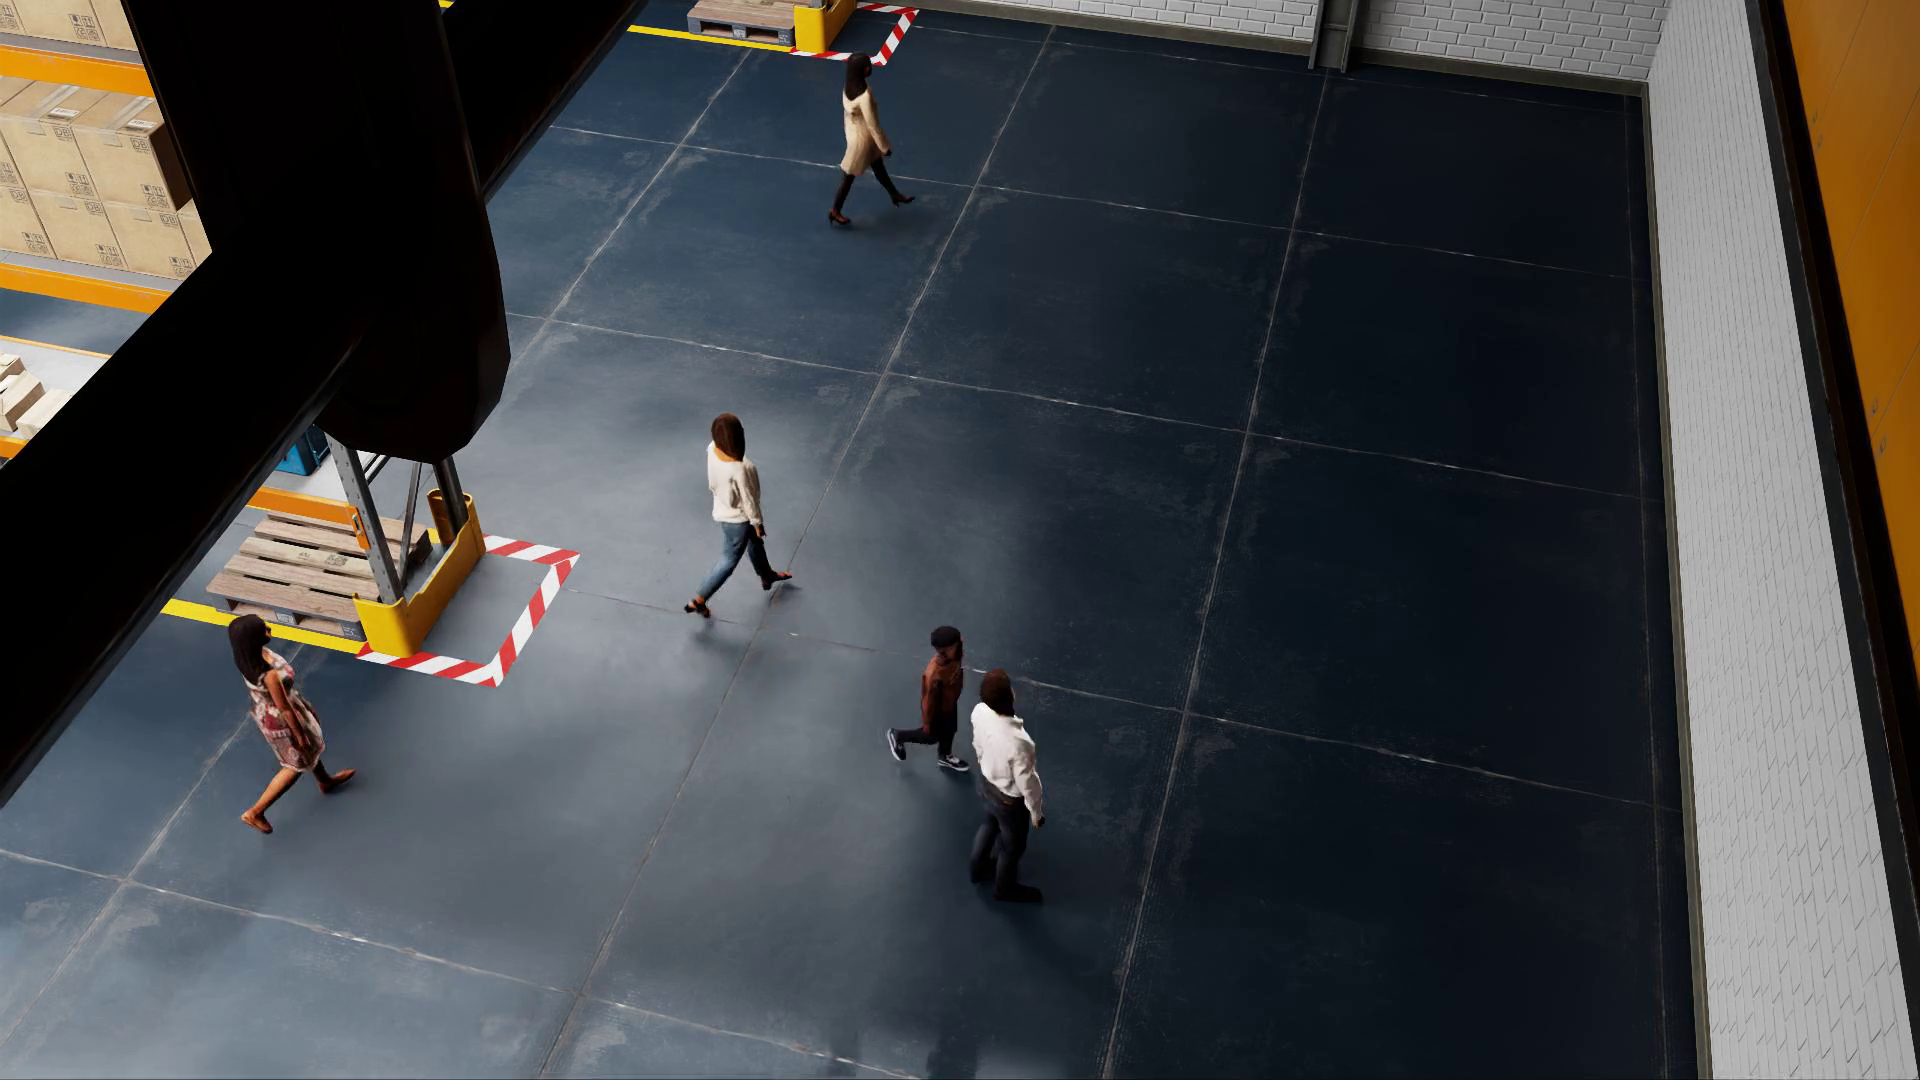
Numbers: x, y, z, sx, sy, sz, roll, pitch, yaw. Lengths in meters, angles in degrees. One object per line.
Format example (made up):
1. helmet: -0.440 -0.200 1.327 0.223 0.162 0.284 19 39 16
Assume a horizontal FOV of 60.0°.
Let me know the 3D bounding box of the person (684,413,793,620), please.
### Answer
1. person: -1.594 -0.129 11.216 1.121 1.647 1.076 -23 48 -22

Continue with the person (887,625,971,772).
1. person: -0.179 0.992 10.335 0.815 1.240 0.641 24 49 23

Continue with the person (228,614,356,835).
1. person: -4.130 1.106 9.933 1.019 1.628 0.983 34 53 30

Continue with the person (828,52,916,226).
1. person: -0.969 -3.495 14.757 1.175 1.637 0.991 -10 45 -11

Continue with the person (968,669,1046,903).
1. person: 0.267 1.441 9.423 0.823 1.848 0.755 -13 45 -14
